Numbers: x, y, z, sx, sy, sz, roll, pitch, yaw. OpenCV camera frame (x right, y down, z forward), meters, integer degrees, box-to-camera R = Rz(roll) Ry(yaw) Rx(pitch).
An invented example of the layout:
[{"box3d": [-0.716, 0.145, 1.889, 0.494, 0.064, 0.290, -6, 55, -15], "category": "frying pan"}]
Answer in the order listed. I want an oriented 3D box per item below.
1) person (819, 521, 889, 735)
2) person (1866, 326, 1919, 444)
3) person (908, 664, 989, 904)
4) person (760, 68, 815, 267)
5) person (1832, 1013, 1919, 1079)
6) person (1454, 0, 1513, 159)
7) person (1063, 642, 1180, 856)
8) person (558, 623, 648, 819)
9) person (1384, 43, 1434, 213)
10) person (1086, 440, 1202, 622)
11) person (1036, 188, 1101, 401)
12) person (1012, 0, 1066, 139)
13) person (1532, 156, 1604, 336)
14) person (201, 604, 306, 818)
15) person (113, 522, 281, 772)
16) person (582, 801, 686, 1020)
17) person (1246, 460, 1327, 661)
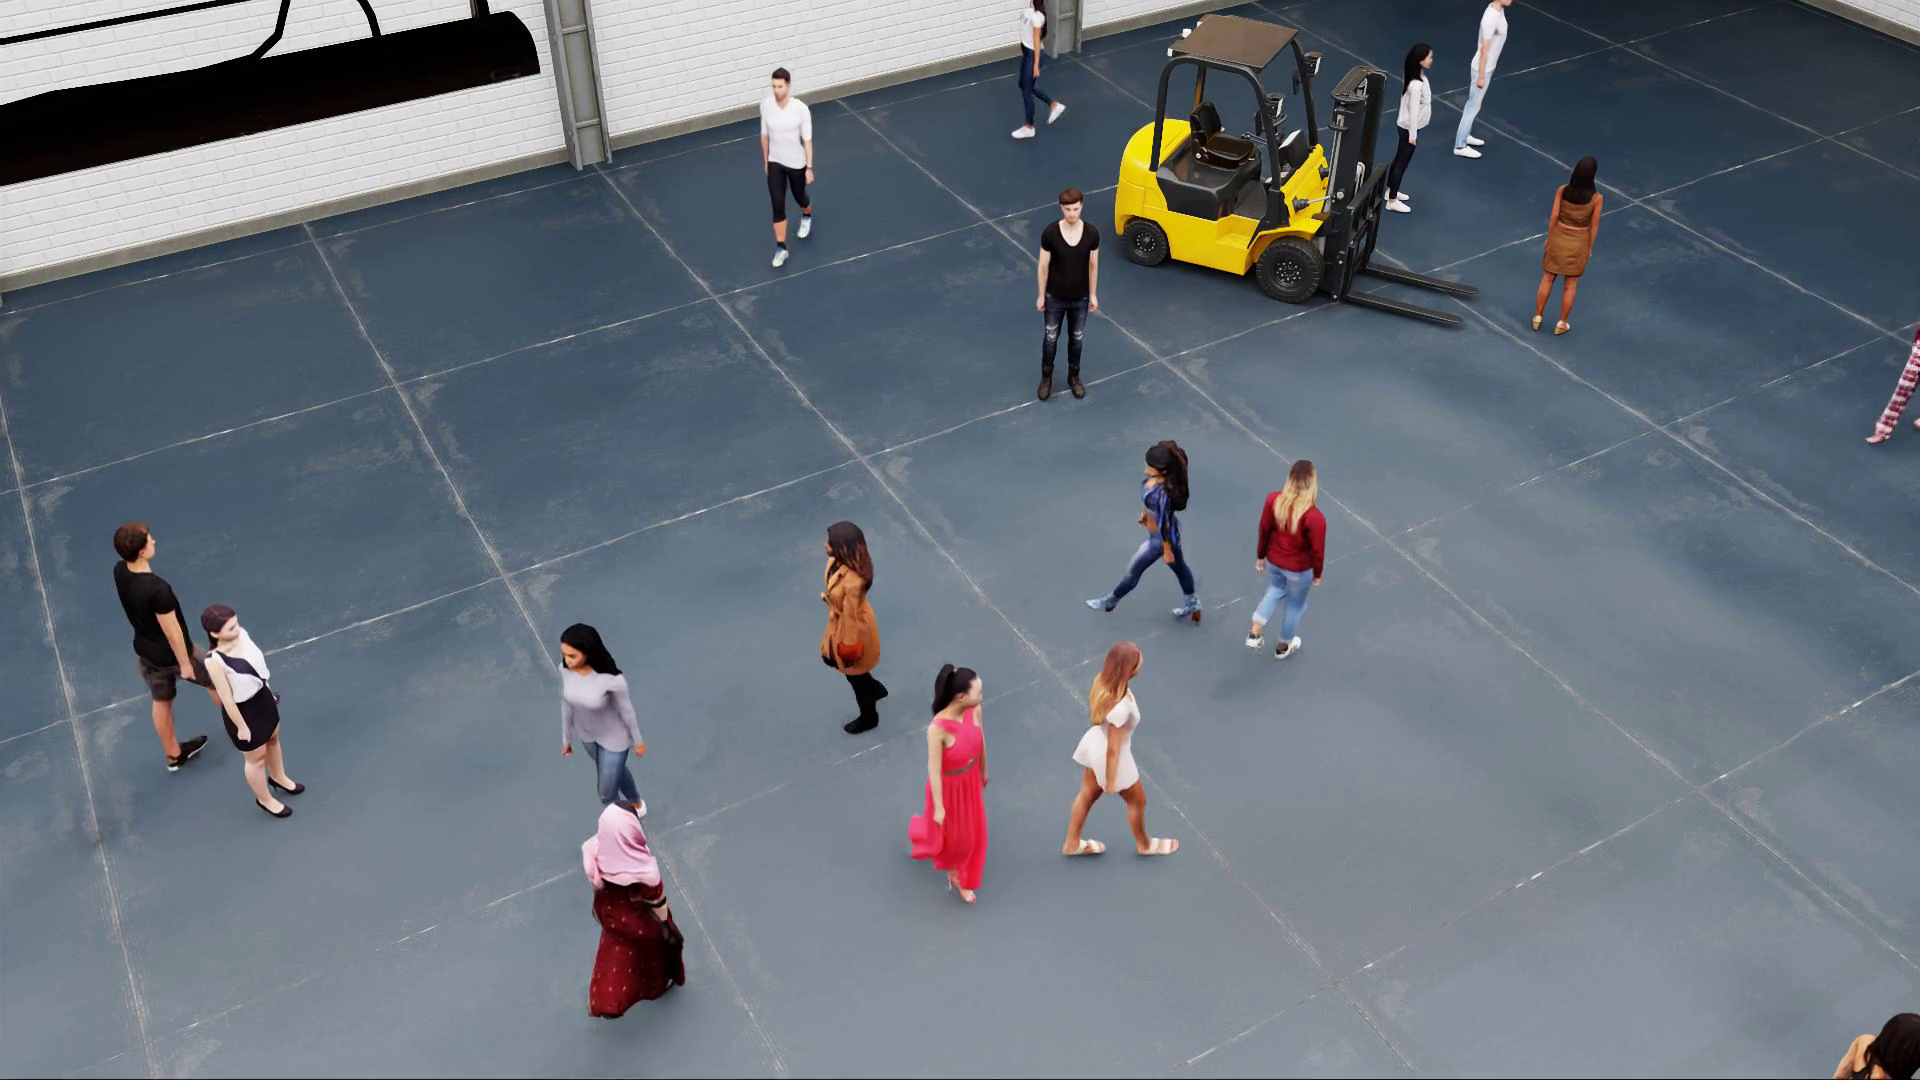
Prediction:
[{"box3d": [-0.594, 0.570, 10.683, 0.782, 1.710, 0.798, -10, 40, -12], "category": "person"}, {"box3d": [7.904, -1.525, 13.354, 1.037, 1.651, 0.644, -20, 43, -23], "category": "person"}, {"box3d": [-0.060, 1.398, 9.652, 0.818, 1.702, 0.800, -26, 45, -29], "category": "person"}, {"box3d": [-1.610, -3.625, 15.848, 1.204, 1.819, 1.225, 7, 39, 9], "category": "person"}, {"box3d": [4.241, 2.800, 7.945, 0.626, 1.641, 0.631, -4, 39, -5], "category": "person"}, {"box3d": [5.502, -4.974, 17.513, 0.776, 1.850, 0.687, 14, 41, 17], "category": "person"}, {"box3d": [0.793, 1.285, 9.821, 1.015, 1.669, 0.801, -5, 39, -6], "category": "person"}, {"box3d": [-2.075, 1.116, 9.992, 0.865, 1.718, 0.970, 18, 42, 21], "category": "person"}, {"box3d": [4.474, -4.123, 16.567, 0.749, 1.701, 0.710, 6, 39, 7], "category": "person"}, {"box3d": [1.473, -0.013, 11.525, 1.159, 1.570, 1.055, 7, 39, 8], "category": "person"}, {"box3d": [0.887, -2.057, 13.823, 0.675, 1.896, 0.812, -3, 39, -4], "category": "person"}, {"box3d": [0.865, -5.158, 17.815, 0.928, 1.760, 0.785, -5, 39, -6], "category": "person"}, {"box3d": [5.359, -2.592, 14.658, 0.643, 1.690, 0.658, 20, 43, 23], "category": "person"}, {"box3d": [-4.338, 1.033, 10.152, 0.672, 1.649, 0.634, 4, 39, 5], "category": "person"}, {"box3d": [-5.048, 0.719, 10.399, 0.969, 1.832, 1.137, 20, 43, 23], "category": "person"}, {"box3d": [-1.803, 2.028, 8.926, 0.865, 1.623, 0.949, 17, 42, 20], "category": "person"}, {"box3d": [2.179, 0.199, 11.220, 0.724, 1.620, 0.790, 30, 47, 32], "category": "person"}]
